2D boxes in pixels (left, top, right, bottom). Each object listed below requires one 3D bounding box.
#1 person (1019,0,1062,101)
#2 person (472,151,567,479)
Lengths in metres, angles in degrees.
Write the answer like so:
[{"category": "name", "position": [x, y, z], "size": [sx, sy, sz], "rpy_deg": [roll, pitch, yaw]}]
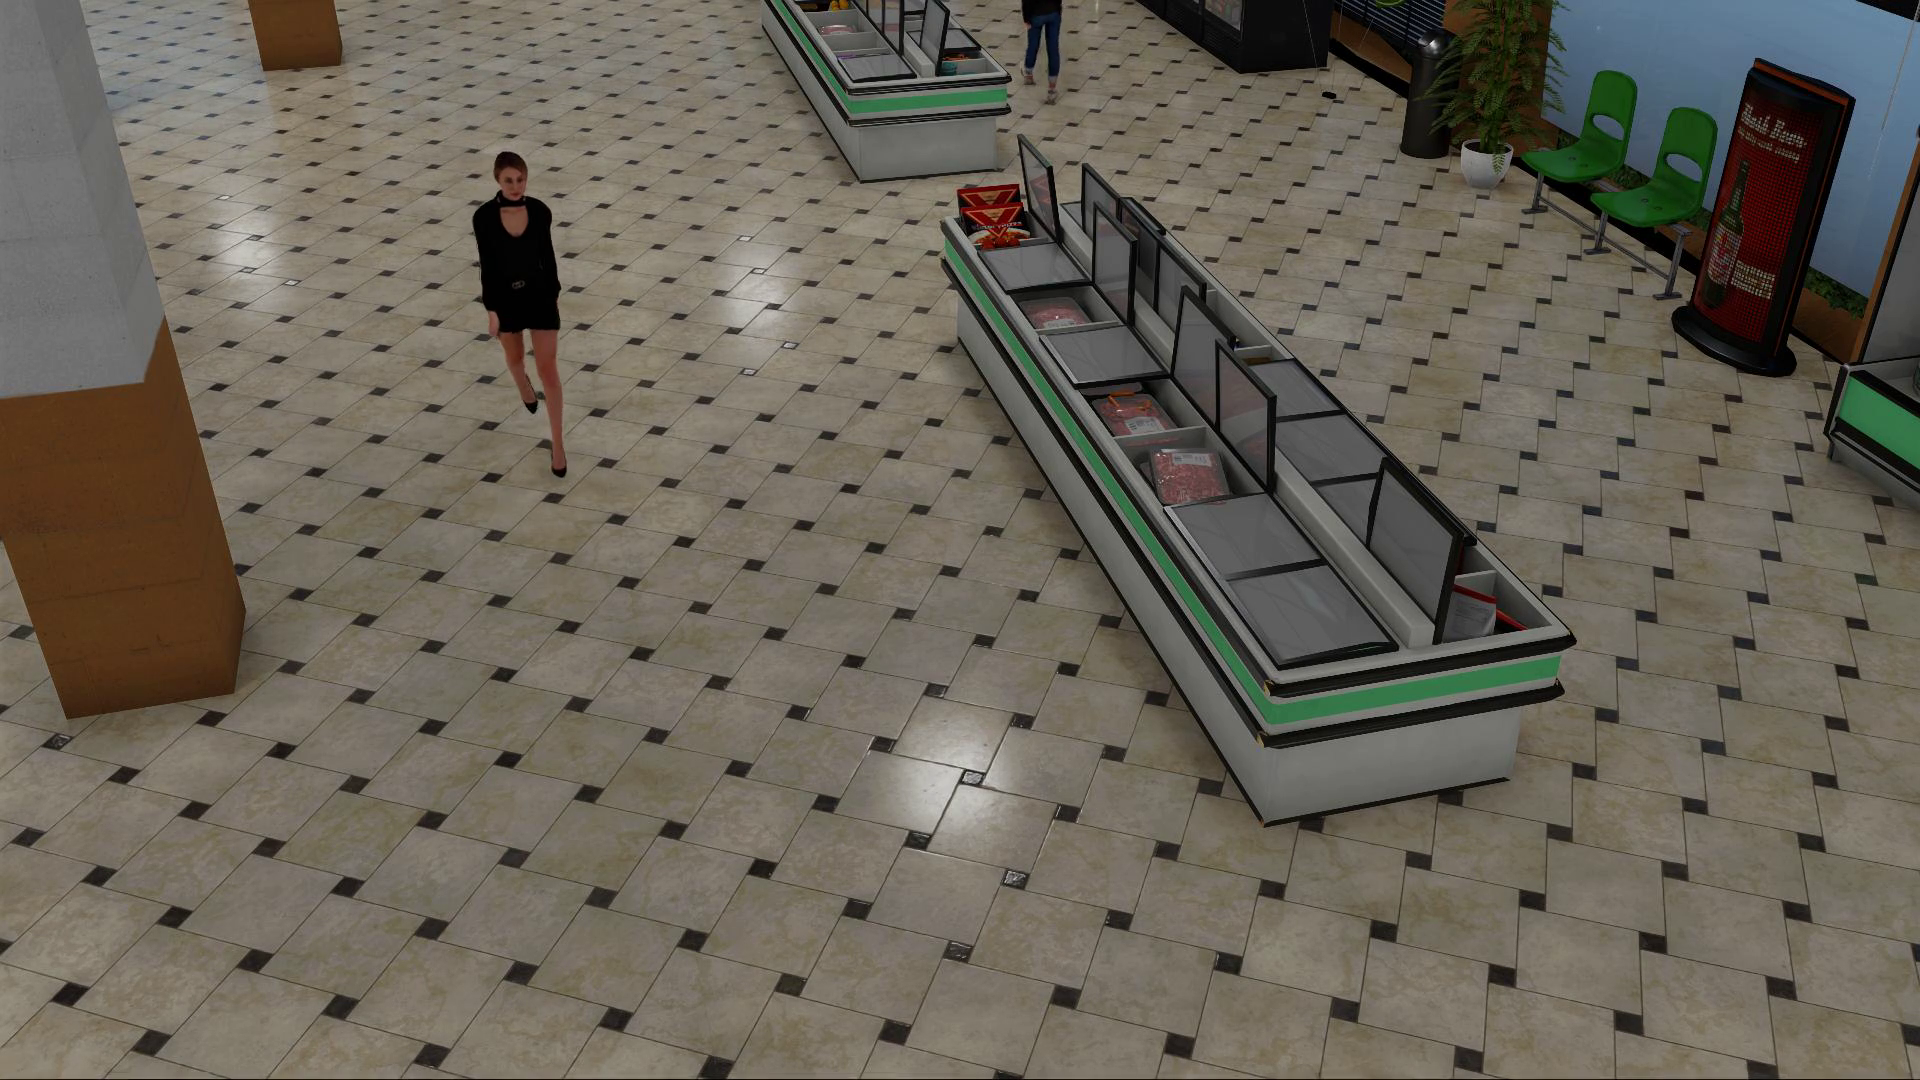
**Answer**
[{"category": "person", "position": [0.761, -4.587, 14.587], "size": [0.584, 1.431, 0.963], "rpy_deg": [-6, 32, -10]}, {"category": "person", "position": [-2.364, -1.255, 8.953], "size": [0.570, 1.727, 1.099], "rpy_deg": [-8, 33, -13]}]
